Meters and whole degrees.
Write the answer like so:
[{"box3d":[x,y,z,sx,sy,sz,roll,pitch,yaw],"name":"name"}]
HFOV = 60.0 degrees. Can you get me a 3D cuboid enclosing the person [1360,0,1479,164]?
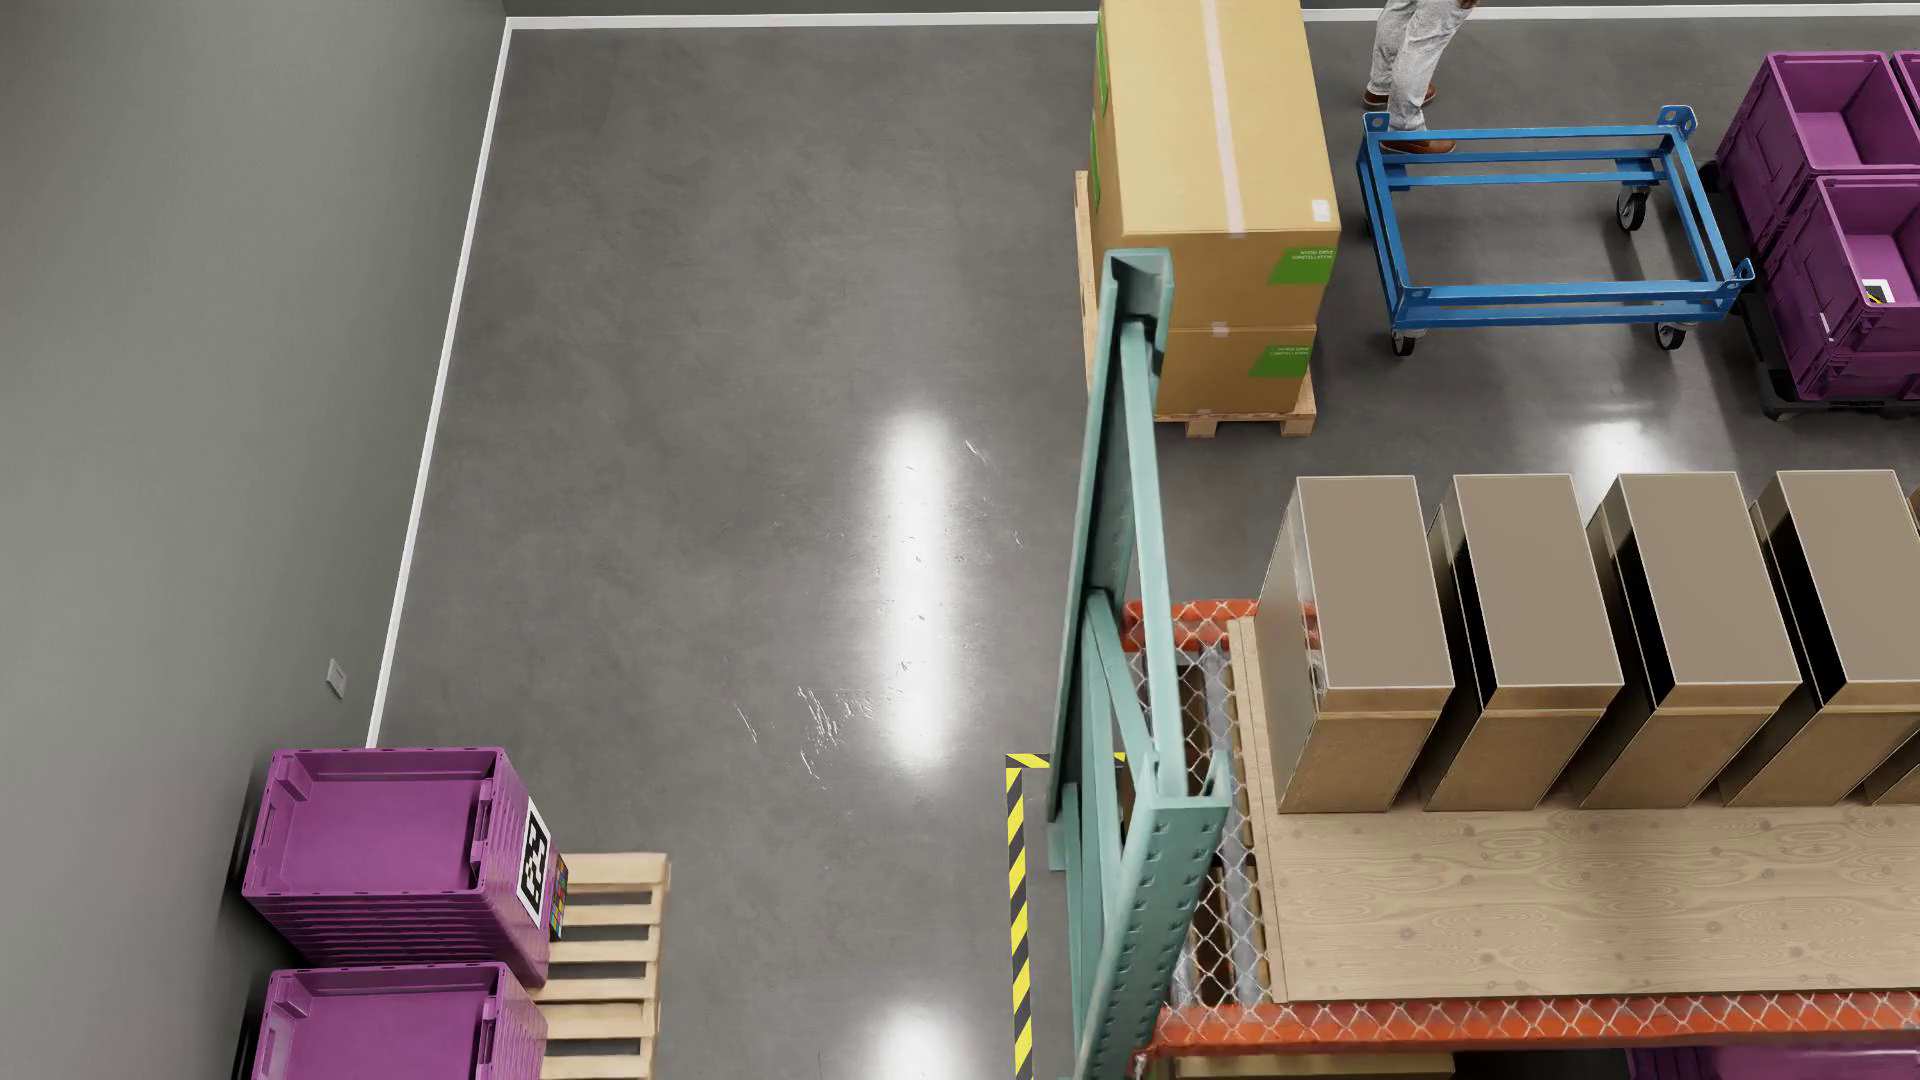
[{"box3d":[1.820,-2.243,6.078,0.373,1.940,0.628,-3,58,-2],"name":"person"}]
